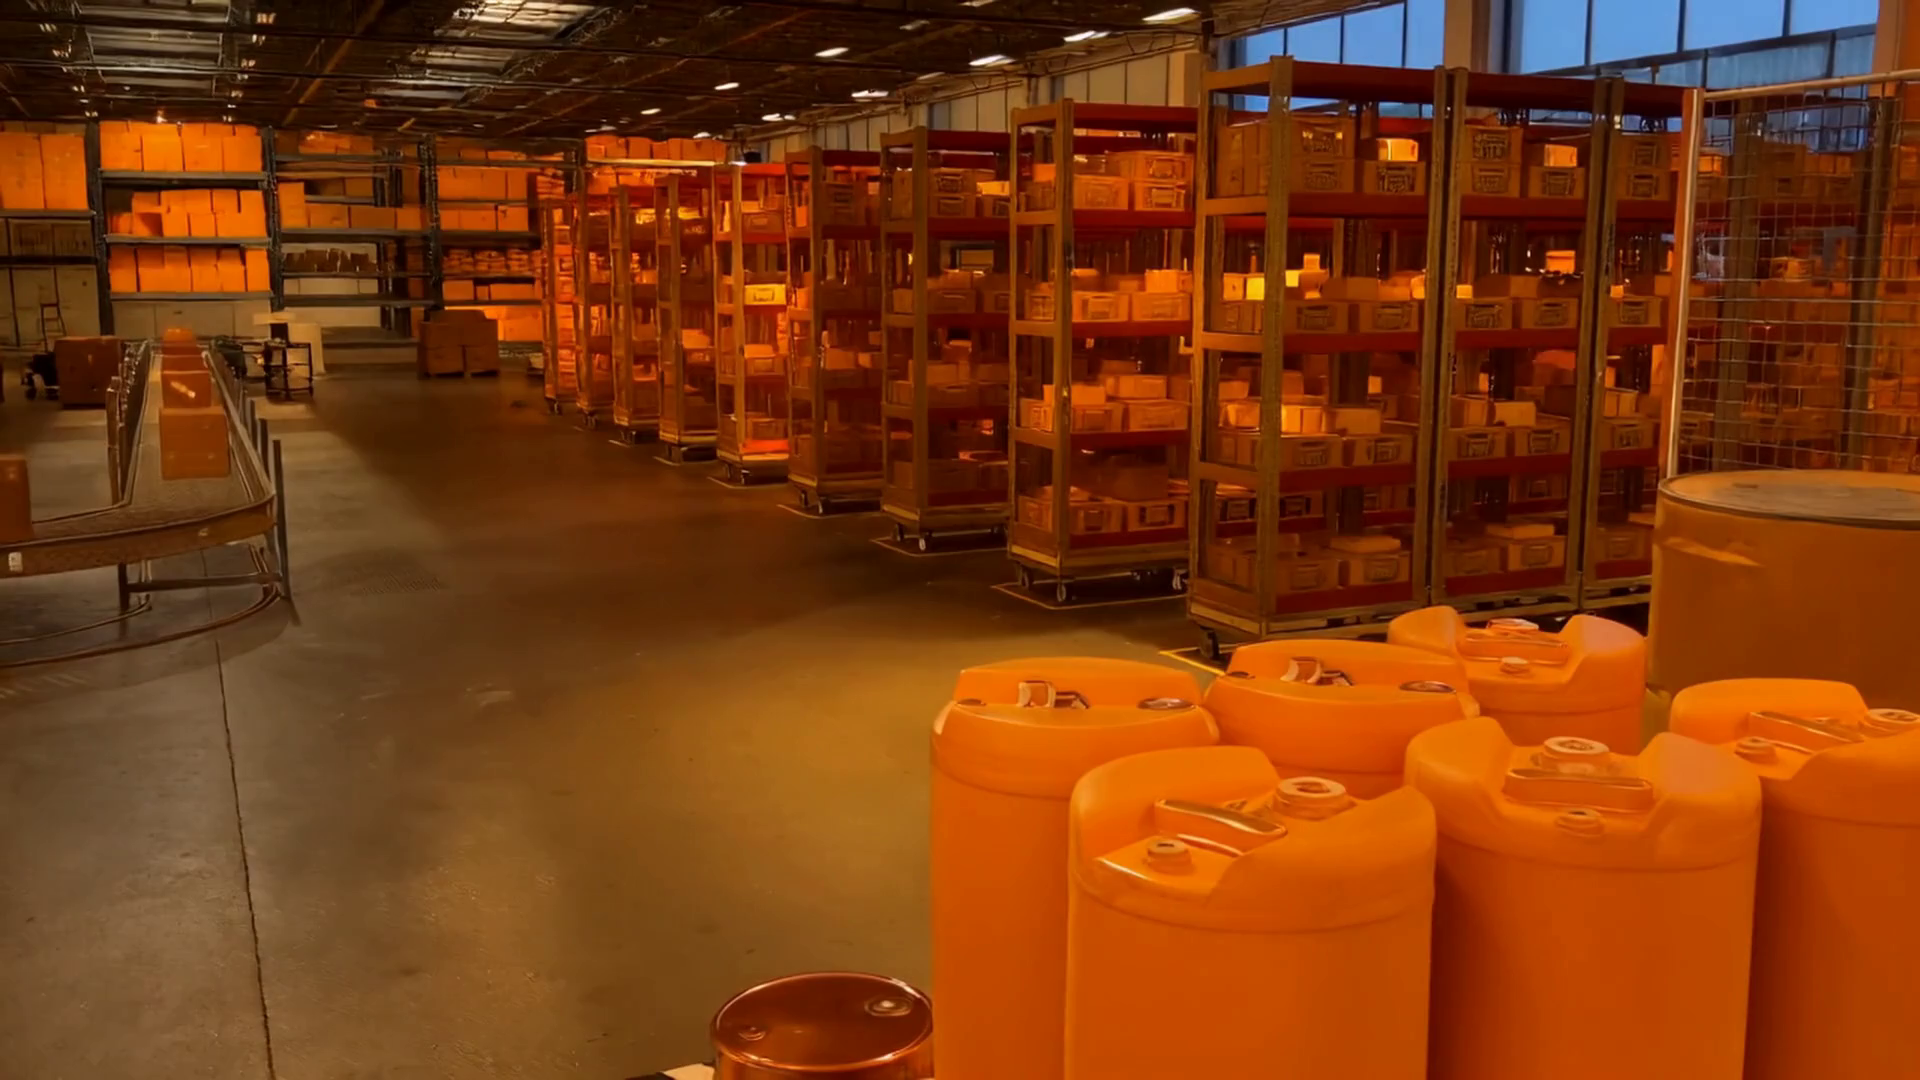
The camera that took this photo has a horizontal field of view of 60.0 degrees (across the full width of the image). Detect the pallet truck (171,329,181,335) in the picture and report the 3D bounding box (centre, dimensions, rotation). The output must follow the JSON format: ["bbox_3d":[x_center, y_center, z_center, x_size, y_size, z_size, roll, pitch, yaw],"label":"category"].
[{"bbox_3d":[-17.275,-3.851,35.096,1.601,1.201,0.680,0,9,1],"label":"pallet truck"}]

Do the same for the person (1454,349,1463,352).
[{"bbox_3d":[6.362,-1.998,21.721,0.403,1.834,0.588,-5,11,-30],"label":"person"}]

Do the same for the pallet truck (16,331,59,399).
[{"bbox_3d":[-17.082,-3.353,31.781,1.630,1.274,0.653,-4,10,-25],"label":"pallet truck"}]

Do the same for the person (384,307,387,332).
[{"bbox_3d":[-20.962,-8.228,60.654,0.321,1.743,0.488,-5,11,-30],"label":"person"}]

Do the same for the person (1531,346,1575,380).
[{"bbox_3d":[6.572,-1.471,18.465,0.583,1.830,0.440,-4,10,-24],"label":"person"}]
